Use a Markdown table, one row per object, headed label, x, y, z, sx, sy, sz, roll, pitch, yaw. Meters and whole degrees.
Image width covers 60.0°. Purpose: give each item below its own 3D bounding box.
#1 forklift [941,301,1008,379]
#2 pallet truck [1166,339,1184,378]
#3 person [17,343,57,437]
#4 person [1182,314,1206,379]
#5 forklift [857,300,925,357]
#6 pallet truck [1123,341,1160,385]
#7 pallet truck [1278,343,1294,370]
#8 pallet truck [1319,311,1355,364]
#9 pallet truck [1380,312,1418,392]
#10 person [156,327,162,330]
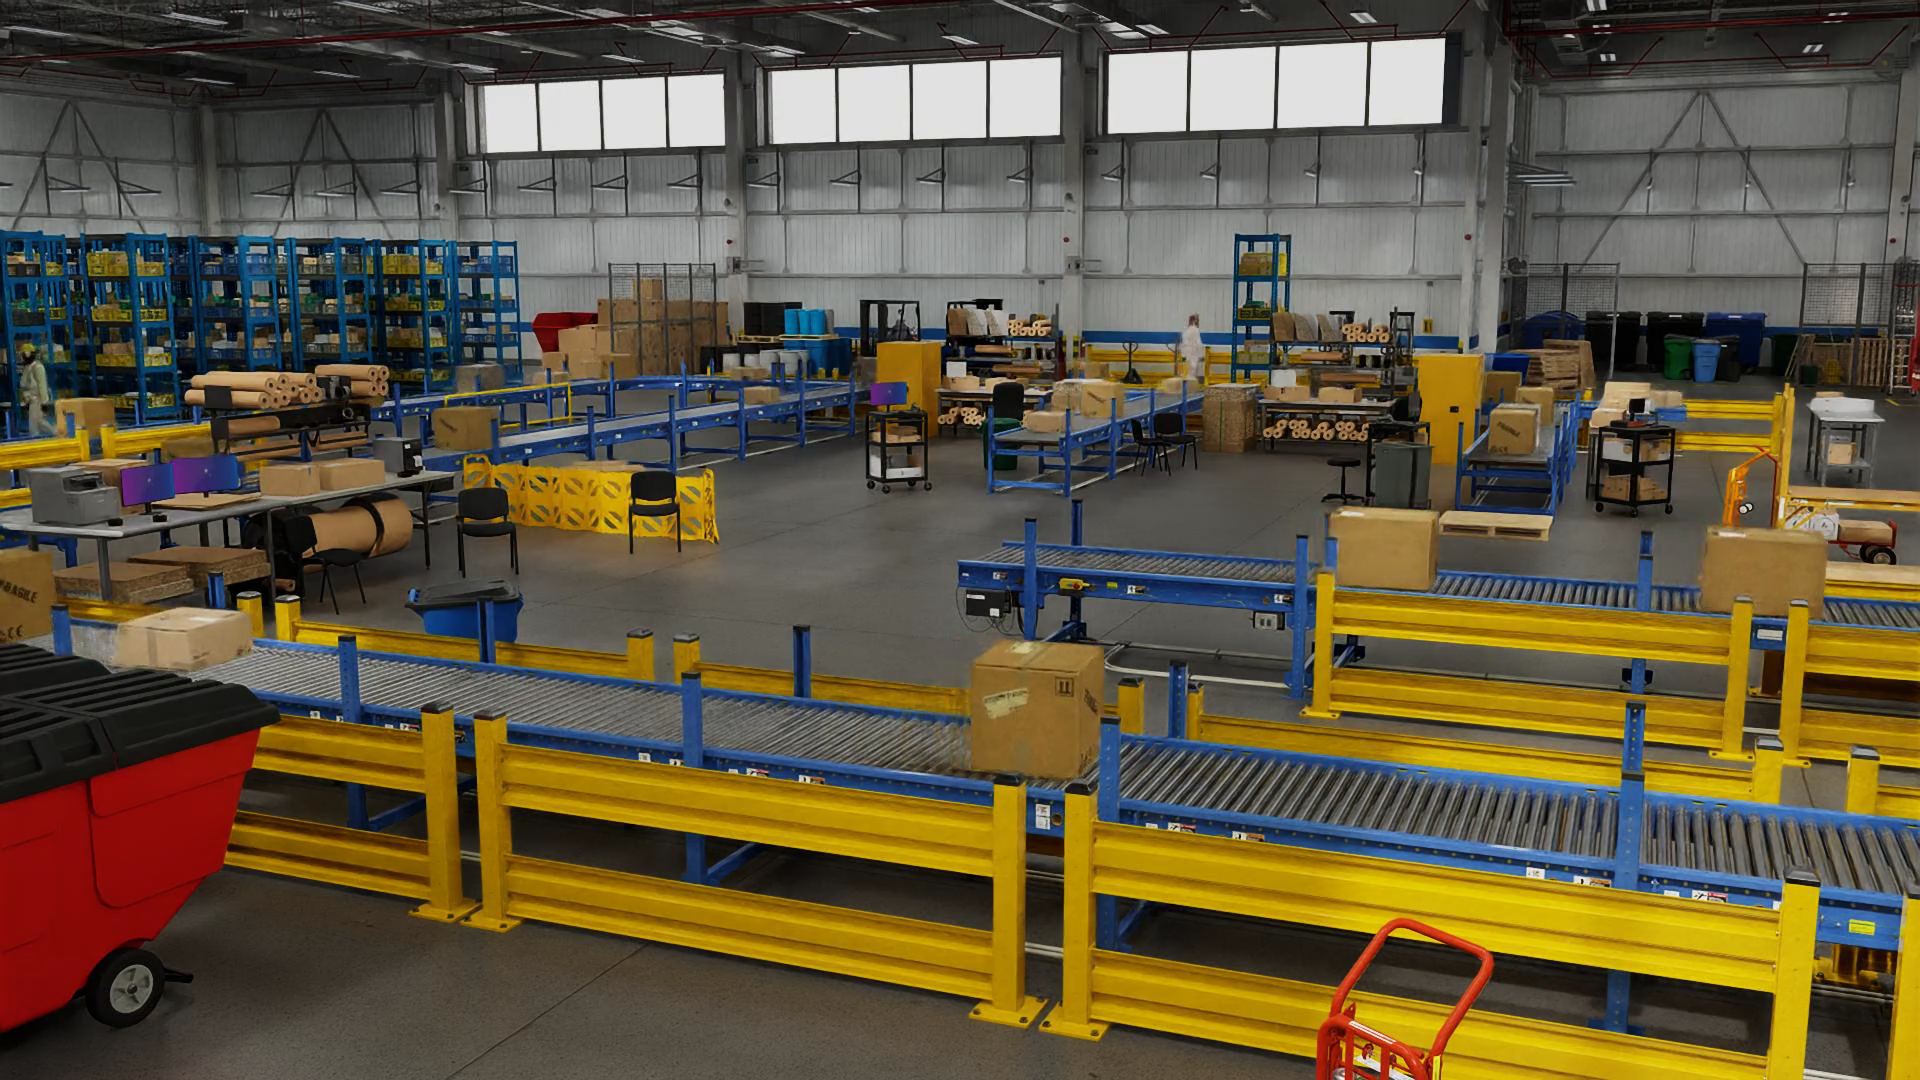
| label | x | y | z | sx | sy | sz | roll | pitch | yaw |
| --- | --- | --- | --- | --- | --- | --- | --- | --- | --- |
| forklift | 0.365 | -4.966 | 41.571 | 1.157 | 1.987 | 2.680 | 3 | 10 | 20 |
| pallet truck | 5.418 | -4.269 | 40.420 | 0.704 | 1.261 | 1.522 | 3 | 10 | 20 |
| person | -14.839 | -2.281 | 26.841 | 0.745 | 1.803 | 0.605 | -8 | 13 | -41 |
| person | 5.545 | -4.338 | 39.026 | 0.630 | 1.890 | 0.644 | -2 | 10 | -13 |
| forklift | -1.732 | -5.109 | 42.468 | 1.157 | 1.987 | 2.680 | 4 | 10 | 22 |
| pallet truck | 4.445 | -4.380 | 41.279 | 0.680 | 1.201 | 1.601 | 4 | 10 | 22 |
| pallet truck | 7.886 | -4.163 | 39.743 | 0.653 | 1.274 | 1.630 | 4 | 10 | 22 |
| pallet truck | 9.071 | -4.419 | 39.190 | 0.823 | 1.965 | 1.885 | 5 | 10 | 26 |
| pallet truck | 10.207 | -4.283 | 38.369 | 0.823 | 1.965 | 1.885 | 3 | 10 | 20 |
| person | -17.800 | -3.982 | 37.106 | 0.590 | 1.817 | 0.453 | -1 | 9 | -7 |
